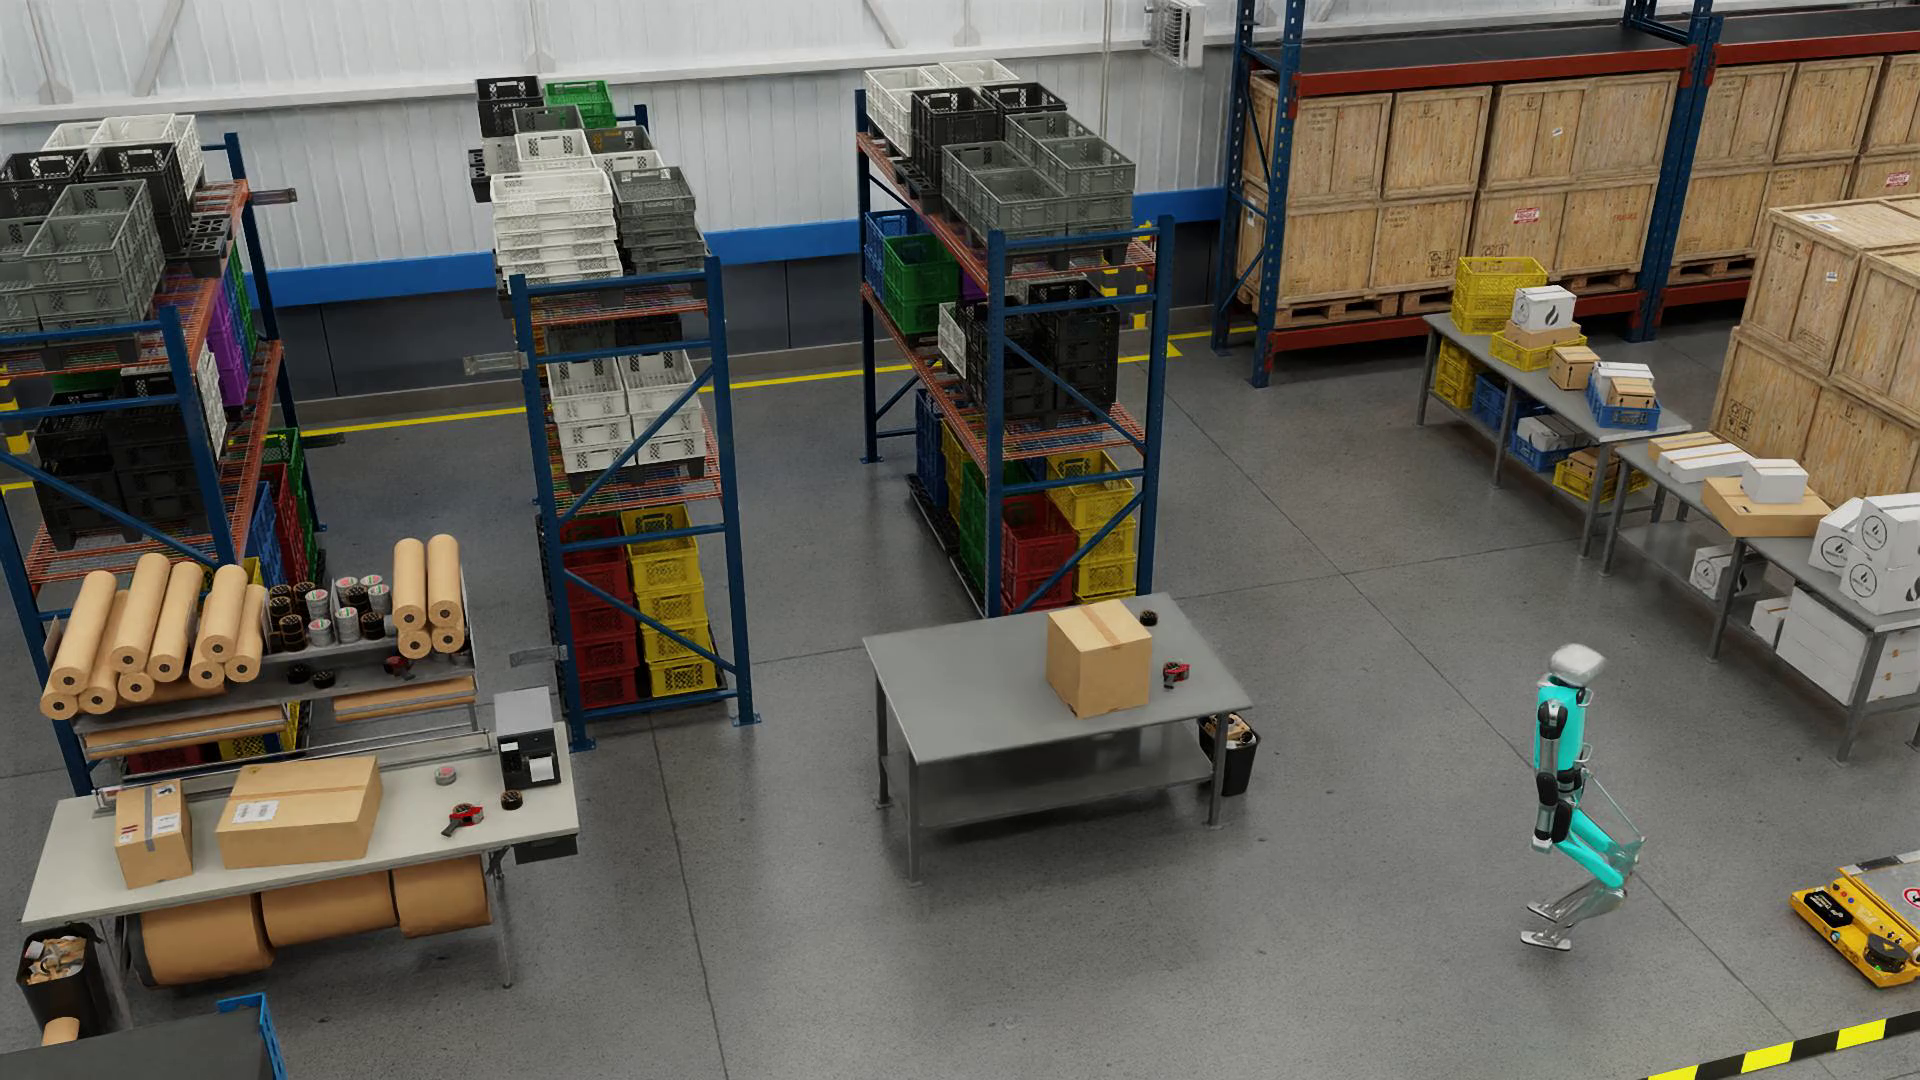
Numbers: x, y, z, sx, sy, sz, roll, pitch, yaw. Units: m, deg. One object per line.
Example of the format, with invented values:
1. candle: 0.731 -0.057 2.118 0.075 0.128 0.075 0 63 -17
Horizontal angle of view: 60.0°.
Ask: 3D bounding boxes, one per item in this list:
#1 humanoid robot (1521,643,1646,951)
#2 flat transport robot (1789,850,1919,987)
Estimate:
1. humanoid robot: 3.093 1.311 8.116 0.735 1.673 0.533 15 32 25
2. flat transport robot: 5.163 1.916 8.676 1.431 0.231 0.659 -8 30 -14
